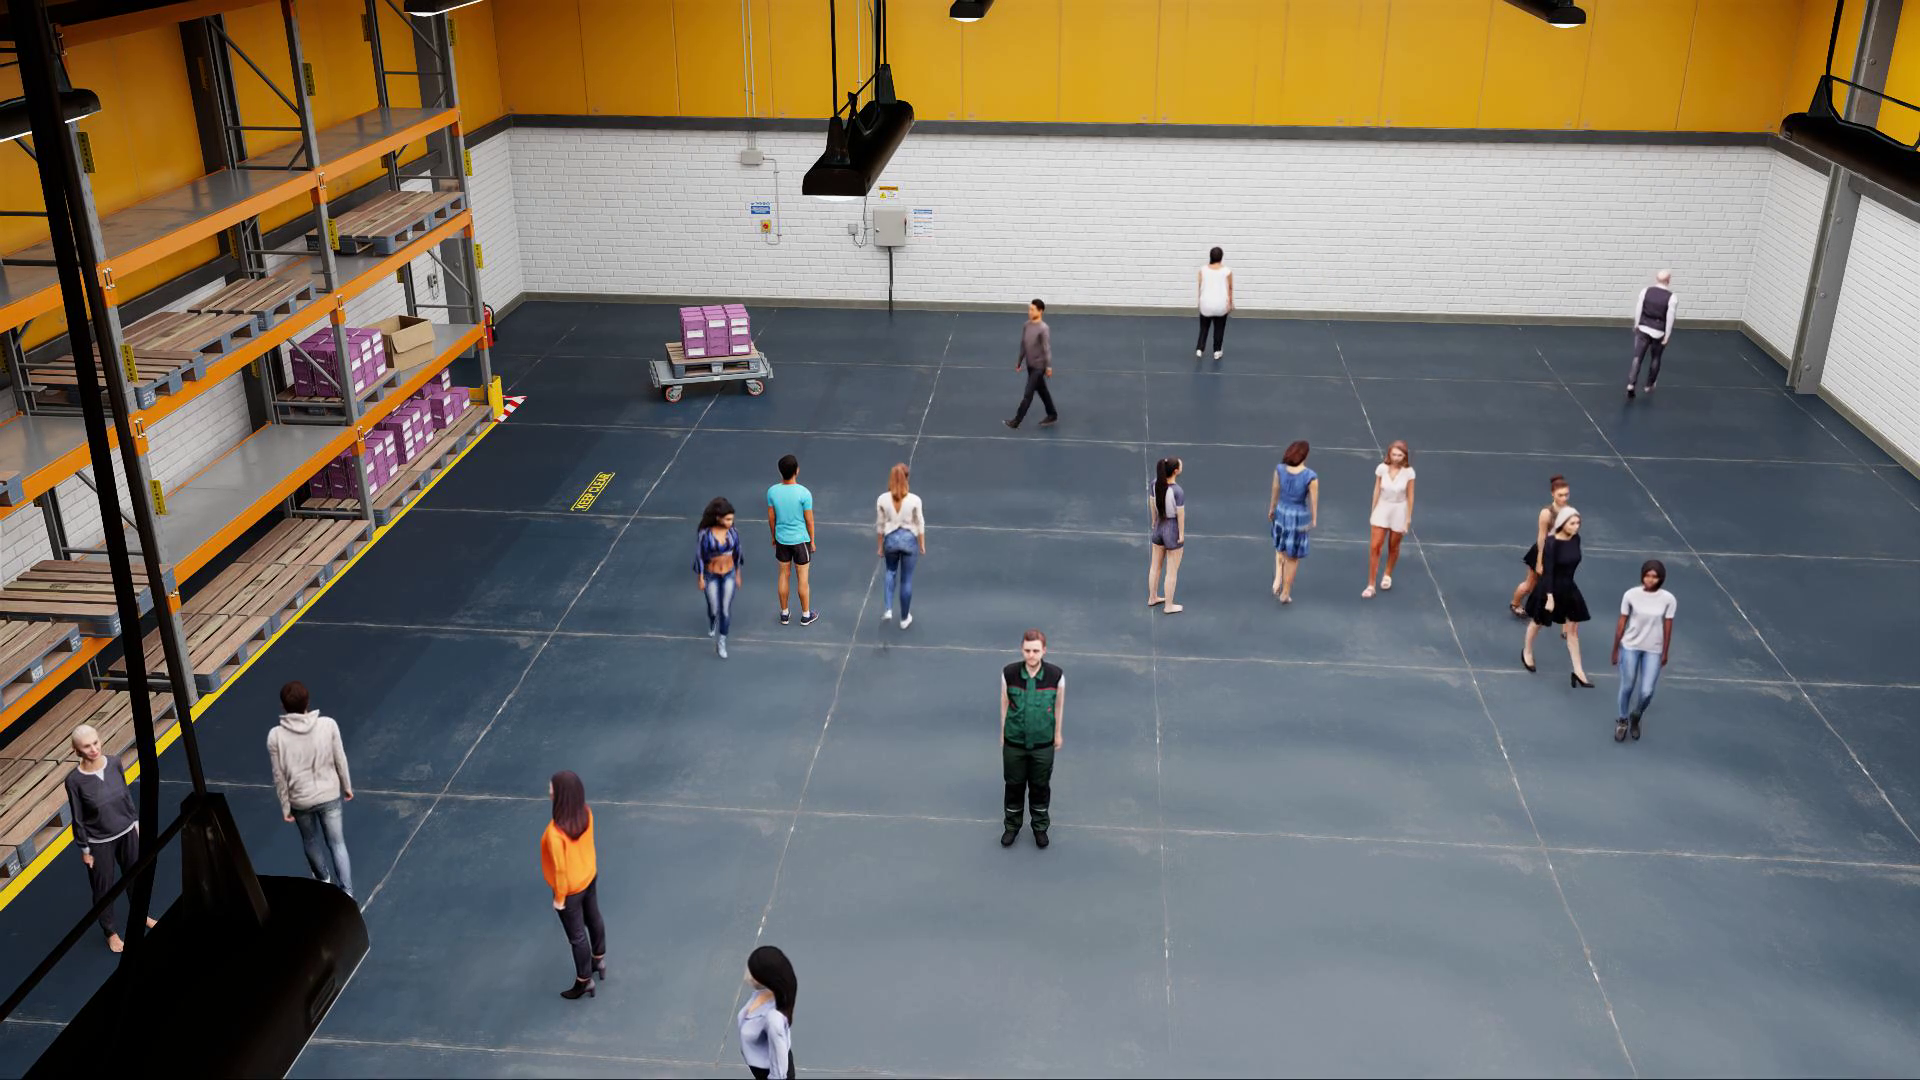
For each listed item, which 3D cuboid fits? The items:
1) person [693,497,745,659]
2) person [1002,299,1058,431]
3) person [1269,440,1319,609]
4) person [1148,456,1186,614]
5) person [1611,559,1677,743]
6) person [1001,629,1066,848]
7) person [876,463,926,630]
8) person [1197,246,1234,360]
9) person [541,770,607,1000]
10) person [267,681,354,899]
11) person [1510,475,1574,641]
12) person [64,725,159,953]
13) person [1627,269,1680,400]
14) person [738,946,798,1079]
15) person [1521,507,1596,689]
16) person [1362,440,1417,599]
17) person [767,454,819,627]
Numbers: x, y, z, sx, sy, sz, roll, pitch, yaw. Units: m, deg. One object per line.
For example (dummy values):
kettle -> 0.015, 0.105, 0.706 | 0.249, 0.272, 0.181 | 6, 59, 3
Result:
person -> -2.306, 0.338, 15.897 | 0.768, 1.606, 0.820 | -7, 25, -16
person -> 1.072, -2.282, 21.734 | 1.108, 1.731, 1.148 | 7, 25, 16
person -> 3.299, -0.129, 16.729 | 0.813, 1.794, 0.866 | 16, 28, 33
person -> 2.088, -0.069, 16.773 | 0.722, 1.649, 0.655 | -17, 29, -34
person -> 5.897, 0.941, 14.388 | 0.692, 1.709, 0.723 | 10, 26, 22
person -> 0.544, 1.523, 12.891 | 0.624, 1.842, 0.556 | 2, 24, 5
person -> -0.595, 0.098, 16.310 | 0.649, 1.714, 0.668 | 4, 24, 10
person -> 3.769, -3.508, 24.598 | 0.746, 1.682, 0.751 | 10, 26, 22
person -> -2.588, 2.308, 11.212 | 0.718, 1.749, 0.552 | 7, 24, 15
person -> -4.650, 1.916, 12.016 | 1.122, 1.823, 1.276 | -13, 27, -27
person -> 5.720, 0.147, 16.302 | 0.928, 1.630, 1.197 | -10, 26, -23
person -> -6.036, 2.071, 11.781 | 0.745, 1.726, 0.612 | 14, 27, 29
person -> 9.452, -2.794, 22.834 | 1.088, 1.788, 1.312 | 15, 28, 31
person -> -1.061, 3.051, 9.513 | 0.777, 1.747, 0.627 | -6, 24, -14
person -> 5.458, 0.481, 15.432 | 0.976, 1.715, 1.173 | -11, 26, -24
person -> 4.483, -0.268, 17.201 | 0.763, 1.671, 0.979 | 9, 25, 20
person -> -1.659, 0.005, 16.445 | 0.635, 1.776, 0.557 | 5, 24, 11
